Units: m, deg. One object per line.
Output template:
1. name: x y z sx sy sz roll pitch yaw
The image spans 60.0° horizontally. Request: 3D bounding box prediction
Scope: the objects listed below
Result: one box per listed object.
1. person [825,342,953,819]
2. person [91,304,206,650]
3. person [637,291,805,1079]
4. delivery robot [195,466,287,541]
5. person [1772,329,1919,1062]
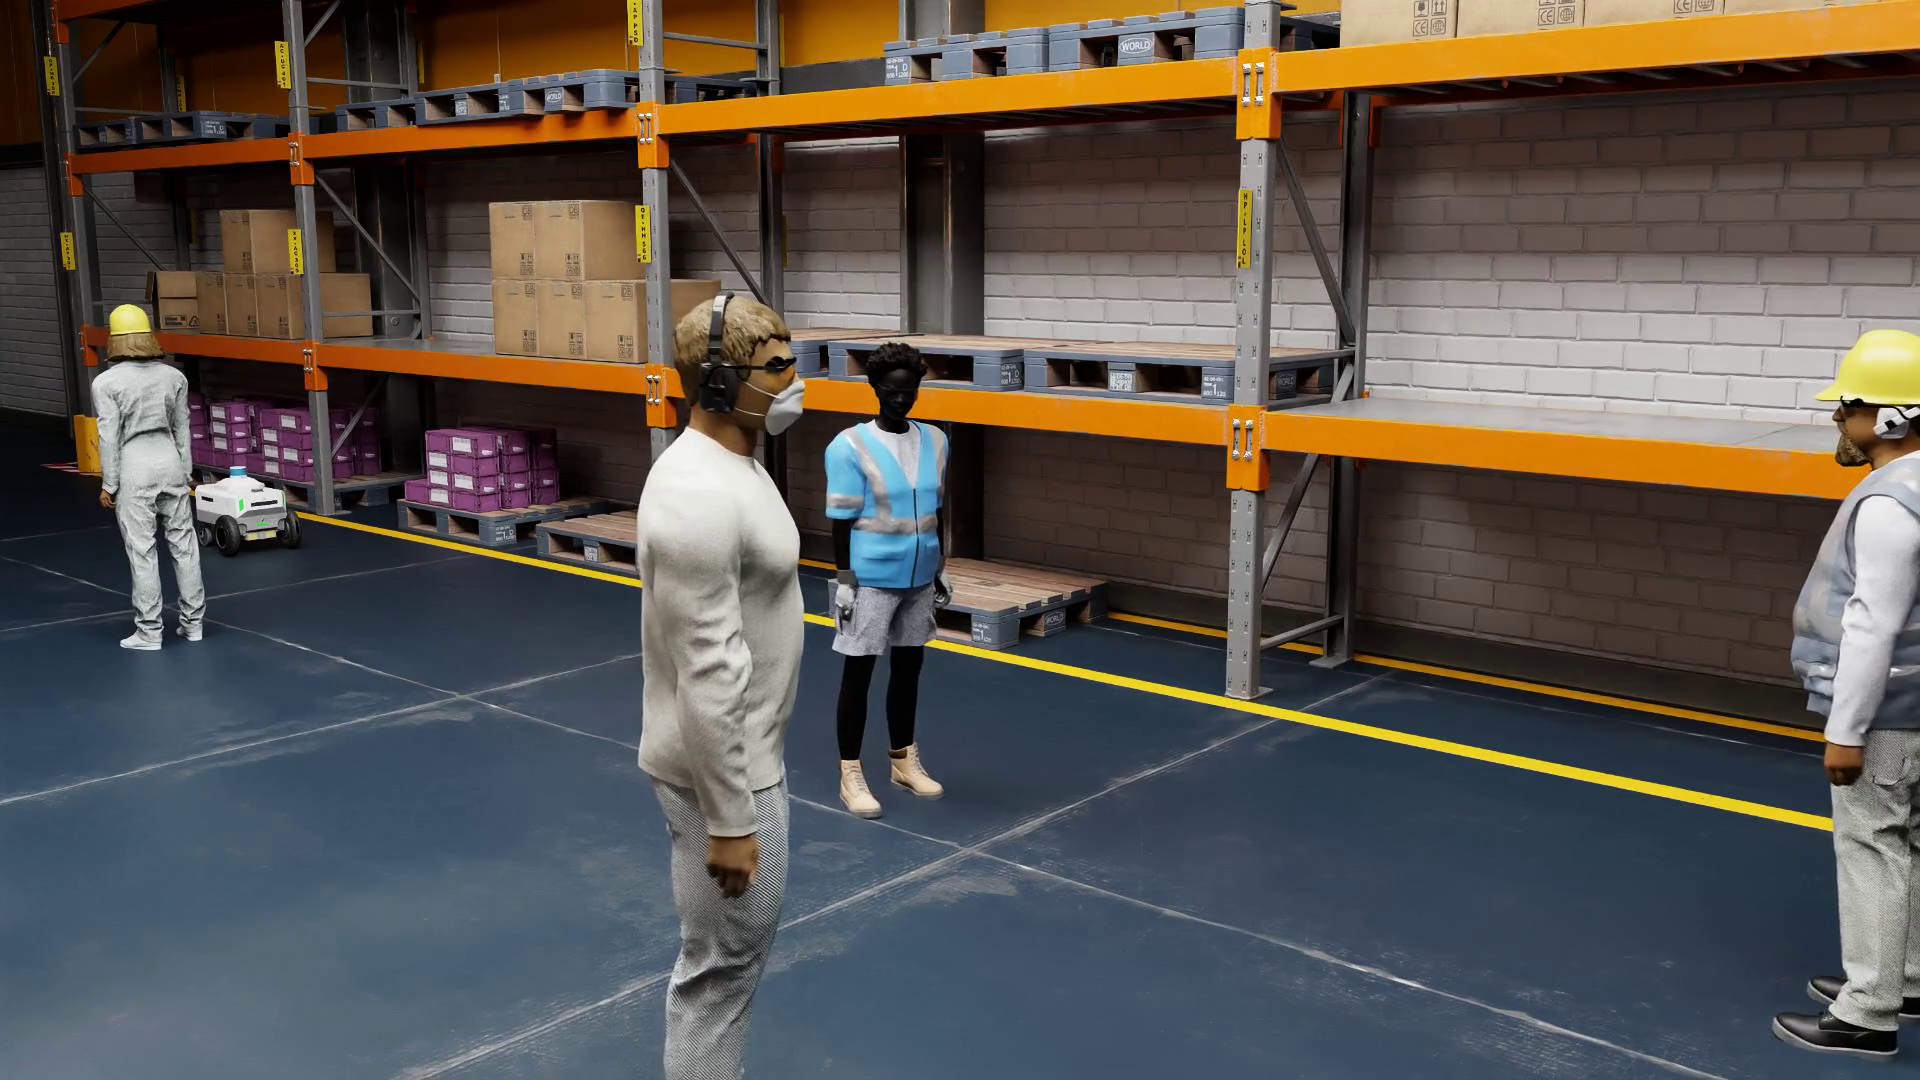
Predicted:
1. person: -0.248 0.135 5.990 0.537 1.696 0.321 -8 13 -39
2. person: -4.124 -0.313 8.419 0.313 1.741 0.487 7 12 34
3. person: -0.457 0.475 3.369 0.368 1.939 0.632 -1 10 -5
4. delivery robot: -4.838 -0.252 11.177 0.707 0.478 0.477 9 13 41
5. person: 2.307 0.390 4.190 0.404 1.826 0.591 9 13 40
